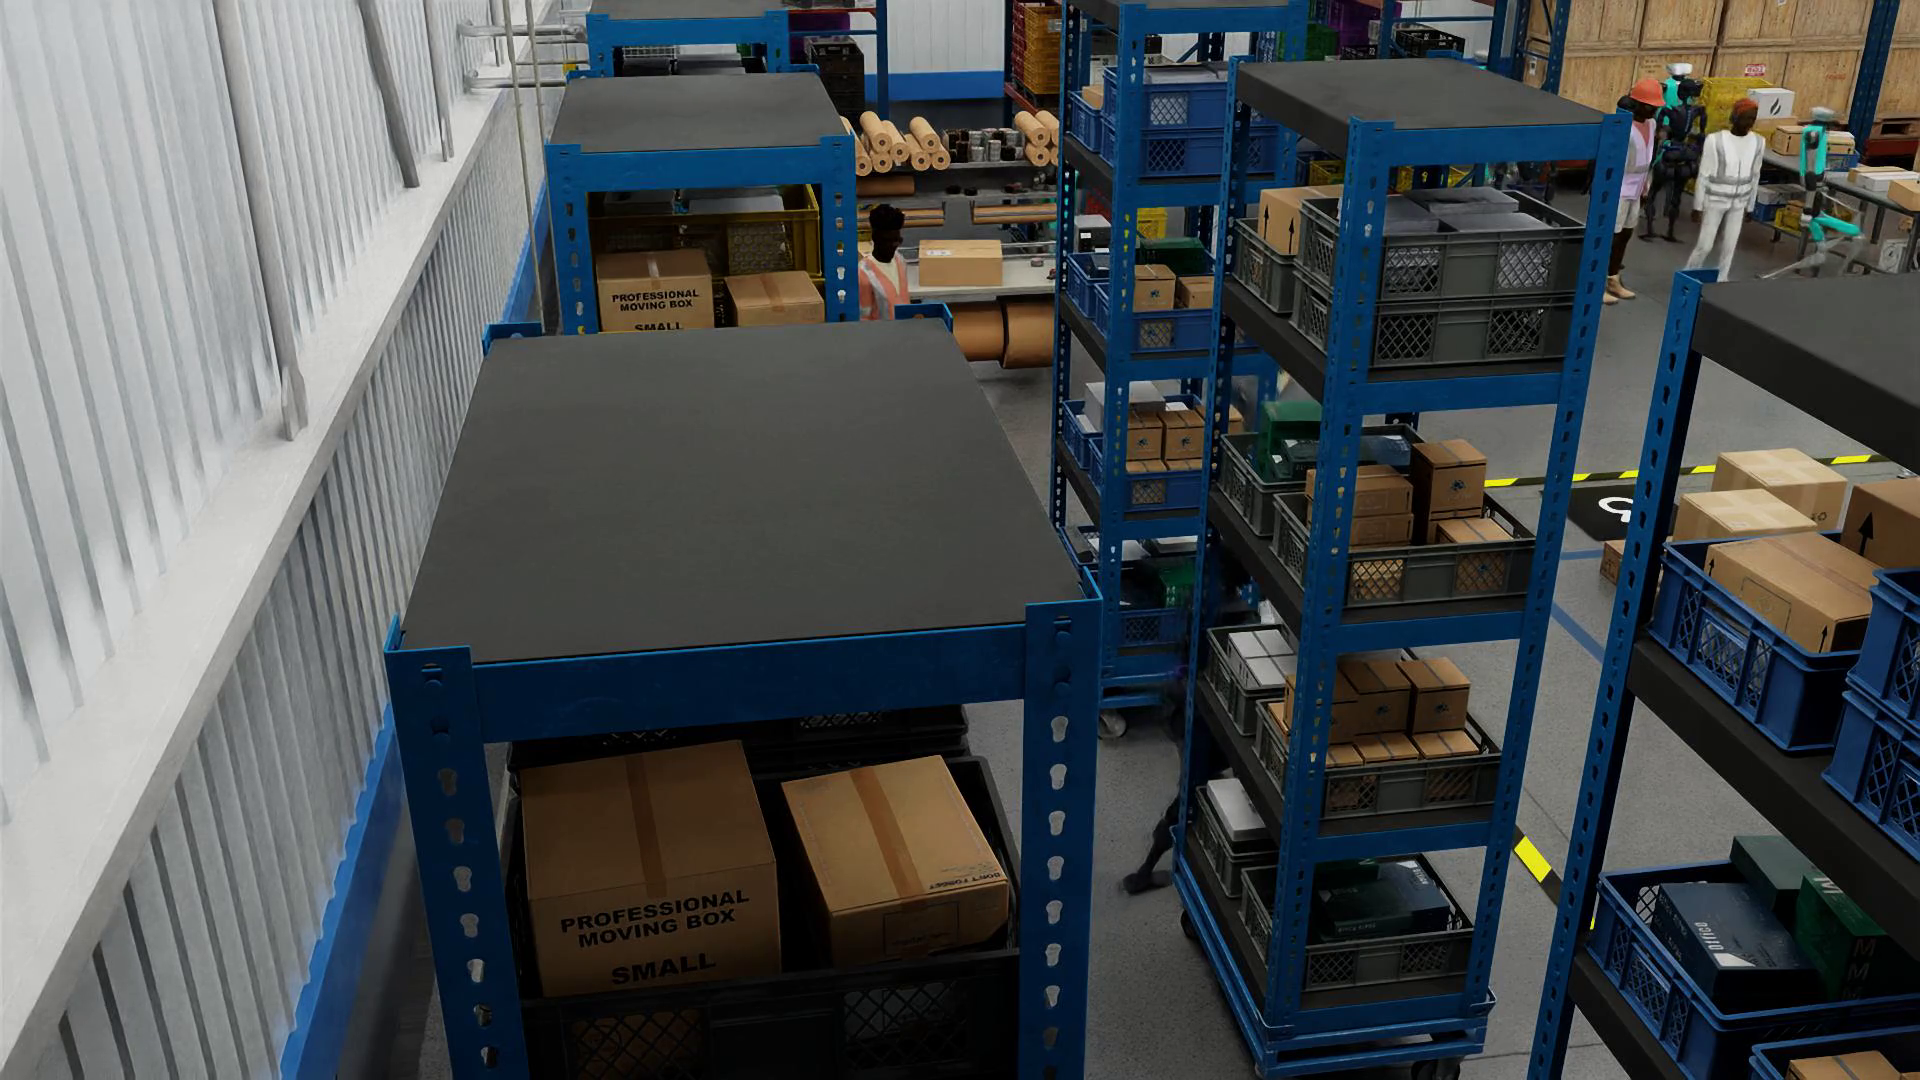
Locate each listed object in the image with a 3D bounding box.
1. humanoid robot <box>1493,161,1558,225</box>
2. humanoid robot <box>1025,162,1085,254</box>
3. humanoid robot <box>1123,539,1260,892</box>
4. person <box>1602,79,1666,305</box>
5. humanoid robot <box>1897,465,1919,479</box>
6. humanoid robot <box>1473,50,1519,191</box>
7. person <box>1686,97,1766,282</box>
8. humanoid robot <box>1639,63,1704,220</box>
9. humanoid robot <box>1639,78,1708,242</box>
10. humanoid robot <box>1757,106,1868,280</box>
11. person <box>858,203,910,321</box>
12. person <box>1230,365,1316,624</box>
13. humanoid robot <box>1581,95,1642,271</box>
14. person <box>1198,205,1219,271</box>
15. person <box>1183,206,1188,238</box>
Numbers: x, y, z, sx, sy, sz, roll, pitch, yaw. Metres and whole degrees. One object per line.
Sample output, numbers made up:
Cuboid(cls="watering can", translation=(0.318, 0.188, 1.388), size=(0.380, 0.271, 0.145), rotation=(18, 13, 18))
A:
Cuboid(cls="humanoid robot", translation=(5.200, -3.107, 15.375), size=(0.611, 1.642, 0.506), rotation=(0, 25, 1))
Cuboid(cls="humanoid robot", translation=(0.623, -2.392, 13.812), size=(0.533, 1.807, 0.792), rotation=(-17, 30, -33))
Cuboid(cls="humanoid robot", translation=(1.053, 0.735, 7.068), size=(0.783, 1.618, 0.602), rotation=(-9, 26, -19))
Cuboid(cls="person", translation=(6.032, -3.130, 15.006), size=(0.608, 2.030, 0.410), rotation=(-19, 31, -36))
Cuboid(cls="humanoid robot", translation=(6.431, -1.145, 10.874), size=(0.735, 1.674, 0.533), rotation=(-11, 27, -22))
Cuboid(cls="humanoid robot", translation=(5.825, -4.333, 18.071), size=(0.554, 1.863, 0.783), rotation=(-21, 32, -39))
Cuboid(cls="person", translation=(6.854, -3.004, 14.900), size=(0.586, 1.882, 0.363), rotation=(-2, 25, -5))
Cuboid(cls="humanoid robot", translation=(7.407, -4.177, 17.748), size=(0.543, 1.863, 0.781), rotation=(-3, 25, -8))
Cuboid(cls="humanoid robot", translation=(7.333, -3.891, 17.060), size=(0.585, 1.649, 0.350), rotation=(-2, 25, -5))
Cuboid(cls="humanoid robot", translation=(8.004, -3.063, 15.240), size=(1.027, 1.744, 0.532), rotation=(12, 27, 25))
Cuboid(cls="person", translation=(-0.508, -1.244, 10.978), size=(0.371, 1.961, 0.601), rotation=(12, 27, 24))
Cuboid(cls="person", translation=(1.736, -0.361, 9.208), size=(0.592, 1.837, 0.425), rotation=(-2, 25, -5))
Cuboid(cls="humanoid robot", translation=(6.333, -3.468, 16.134), size=(0.599, 1.657, 0.315), rotation=(20, 31, 37))
Cuboid(cls="person", translation=(2.432, -3.390, 15.793), size=(0.429, 1.834, 0.633), rotation=(-9, 26, -19))
Cuboid(cls="person", translation=(2.388, -3.554, 16.151), size=(0.599, 1.831, 0.404), rotation=(7, 26, 14))
